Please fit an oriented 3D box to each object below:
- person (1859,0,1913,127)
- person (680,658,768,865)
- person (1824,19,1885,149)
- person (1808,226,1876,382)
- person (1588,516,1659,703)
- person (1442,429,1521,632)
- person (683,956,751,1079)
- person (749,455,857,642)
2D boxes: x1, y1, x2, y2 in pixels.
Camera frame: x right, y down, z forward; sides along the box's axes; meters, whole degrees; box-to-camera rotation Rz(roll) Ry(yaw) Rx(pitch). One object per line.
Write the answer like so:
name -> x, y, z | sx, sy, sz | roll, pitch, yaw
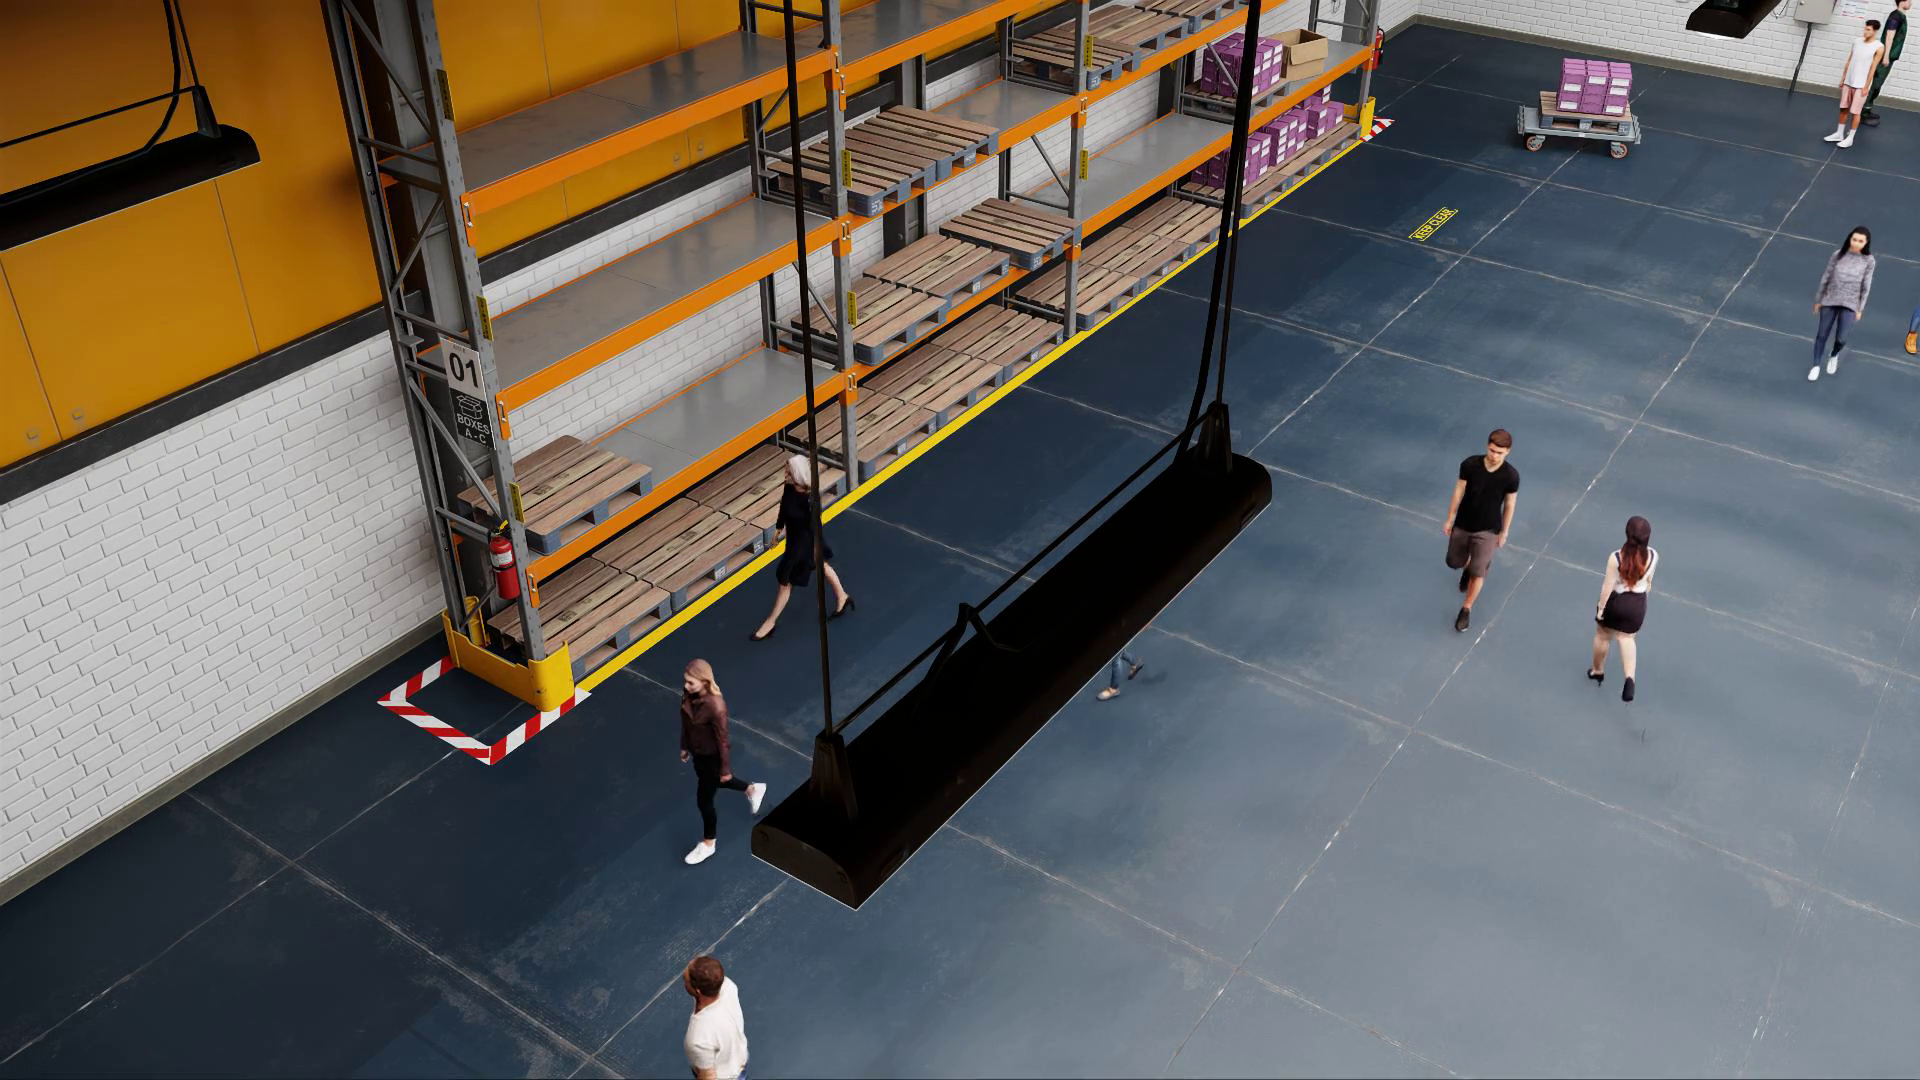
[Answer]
person -> 13.485, -7.049, 24.252 | 0.753, 1.900, 0.541 | 17, 37, 24
person -> -1.704, 1.471, 11.628 | 1.063, 1.686, 0.799 | -24, 41, -32
person -> 12.686, -6.459, 23.470 | 0.757, 1.783, 0.734 | -13, 36, -18
person -> 9.343, -2.529, 17.609 | 0.628, 1.726, 0.620 | 21, 39, 29
person -> 5.217, 0.578, 13.017 | 0.864, 1.635, 0.971 | -1, 34, -2
person -> 4.371, -0.159, 13.936 | 0.691, 1.846, 0.956 | 19, 38, 27
person -> -1.300, 2.973, 9.215 | 0.792, 1.856, 0.638 | 9, 35, 13
person -> -1.228, 0.038, 13.780 | 1.276, 1.690, 0.973 | -17, 37, -23
